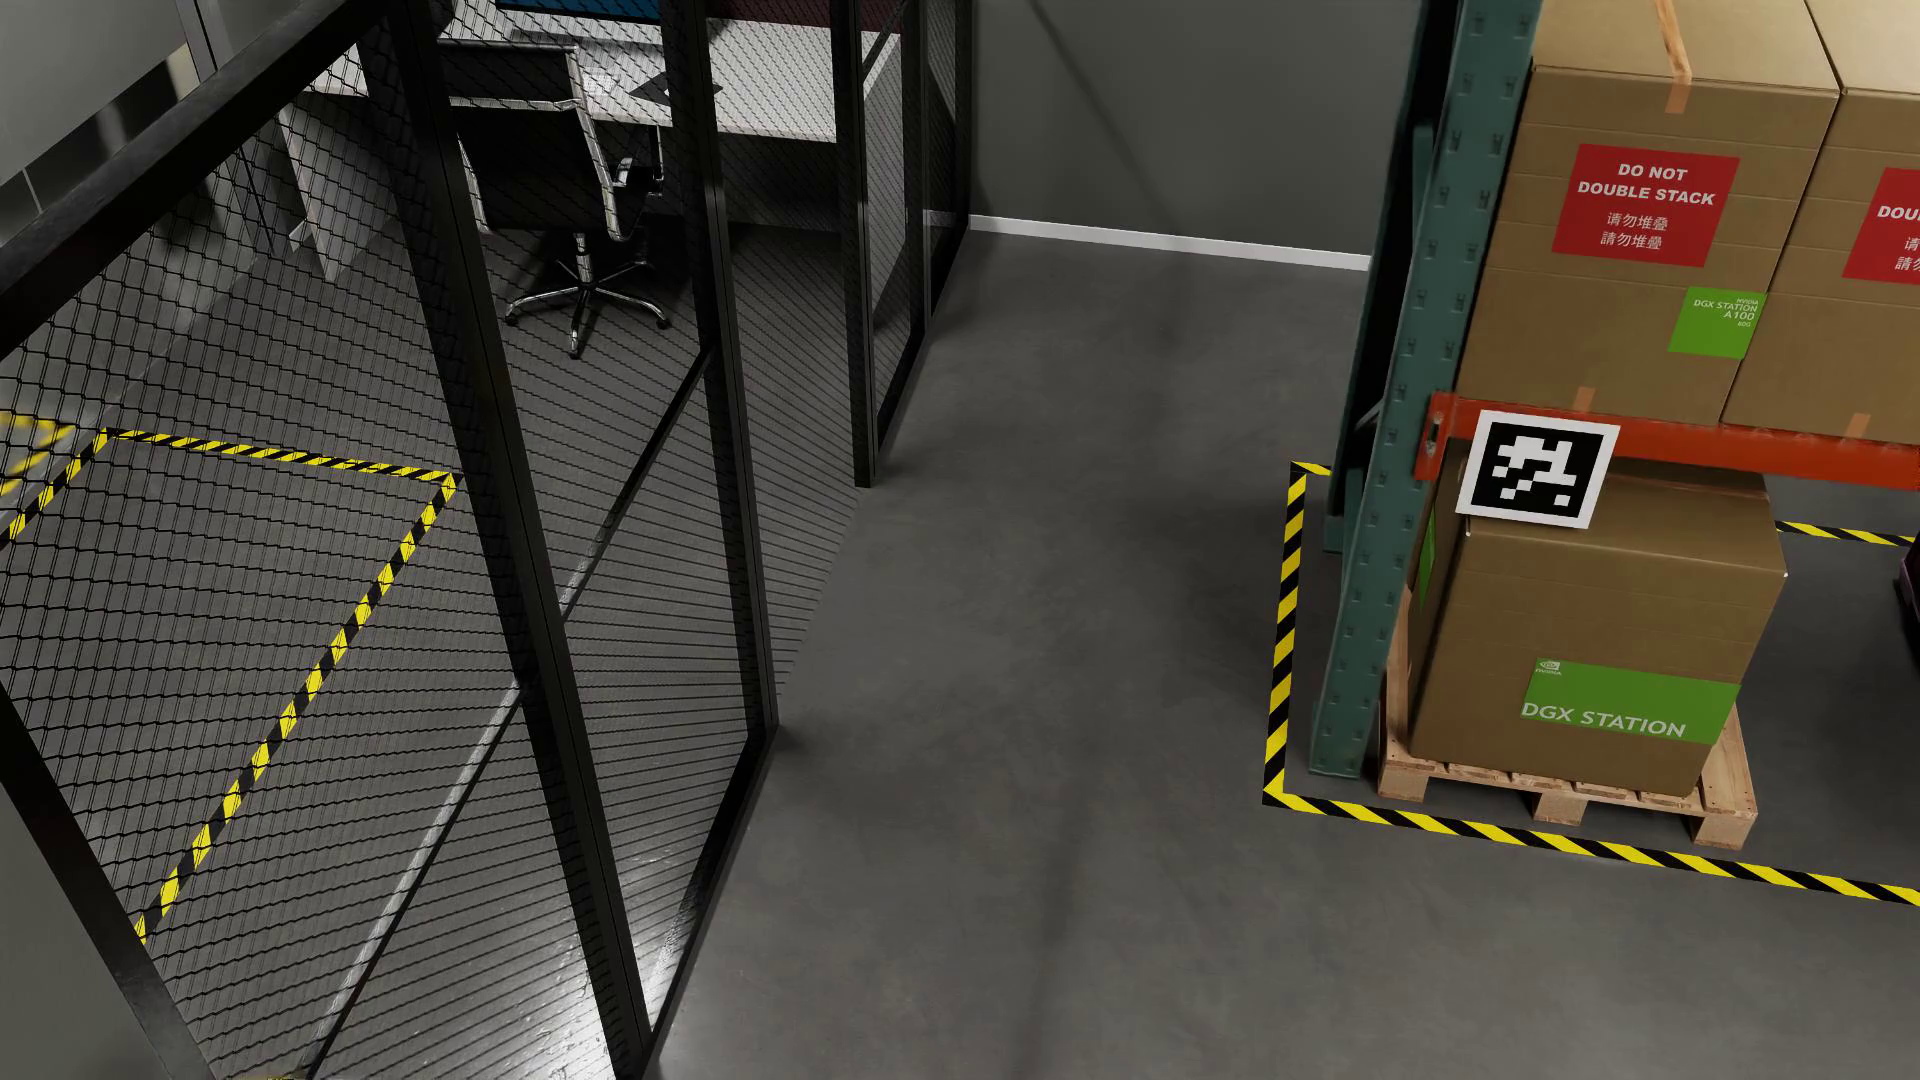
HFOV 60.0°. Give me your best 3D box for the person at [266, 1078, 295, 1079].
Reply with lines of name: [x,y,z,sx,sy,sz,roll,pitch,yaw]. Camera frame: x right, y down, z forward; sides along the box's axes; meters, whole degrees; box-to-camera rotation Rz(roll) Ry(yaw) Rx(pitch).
person: [-0.676,1.235,2.155,0.598,1.830,0.403,13,43,15]
